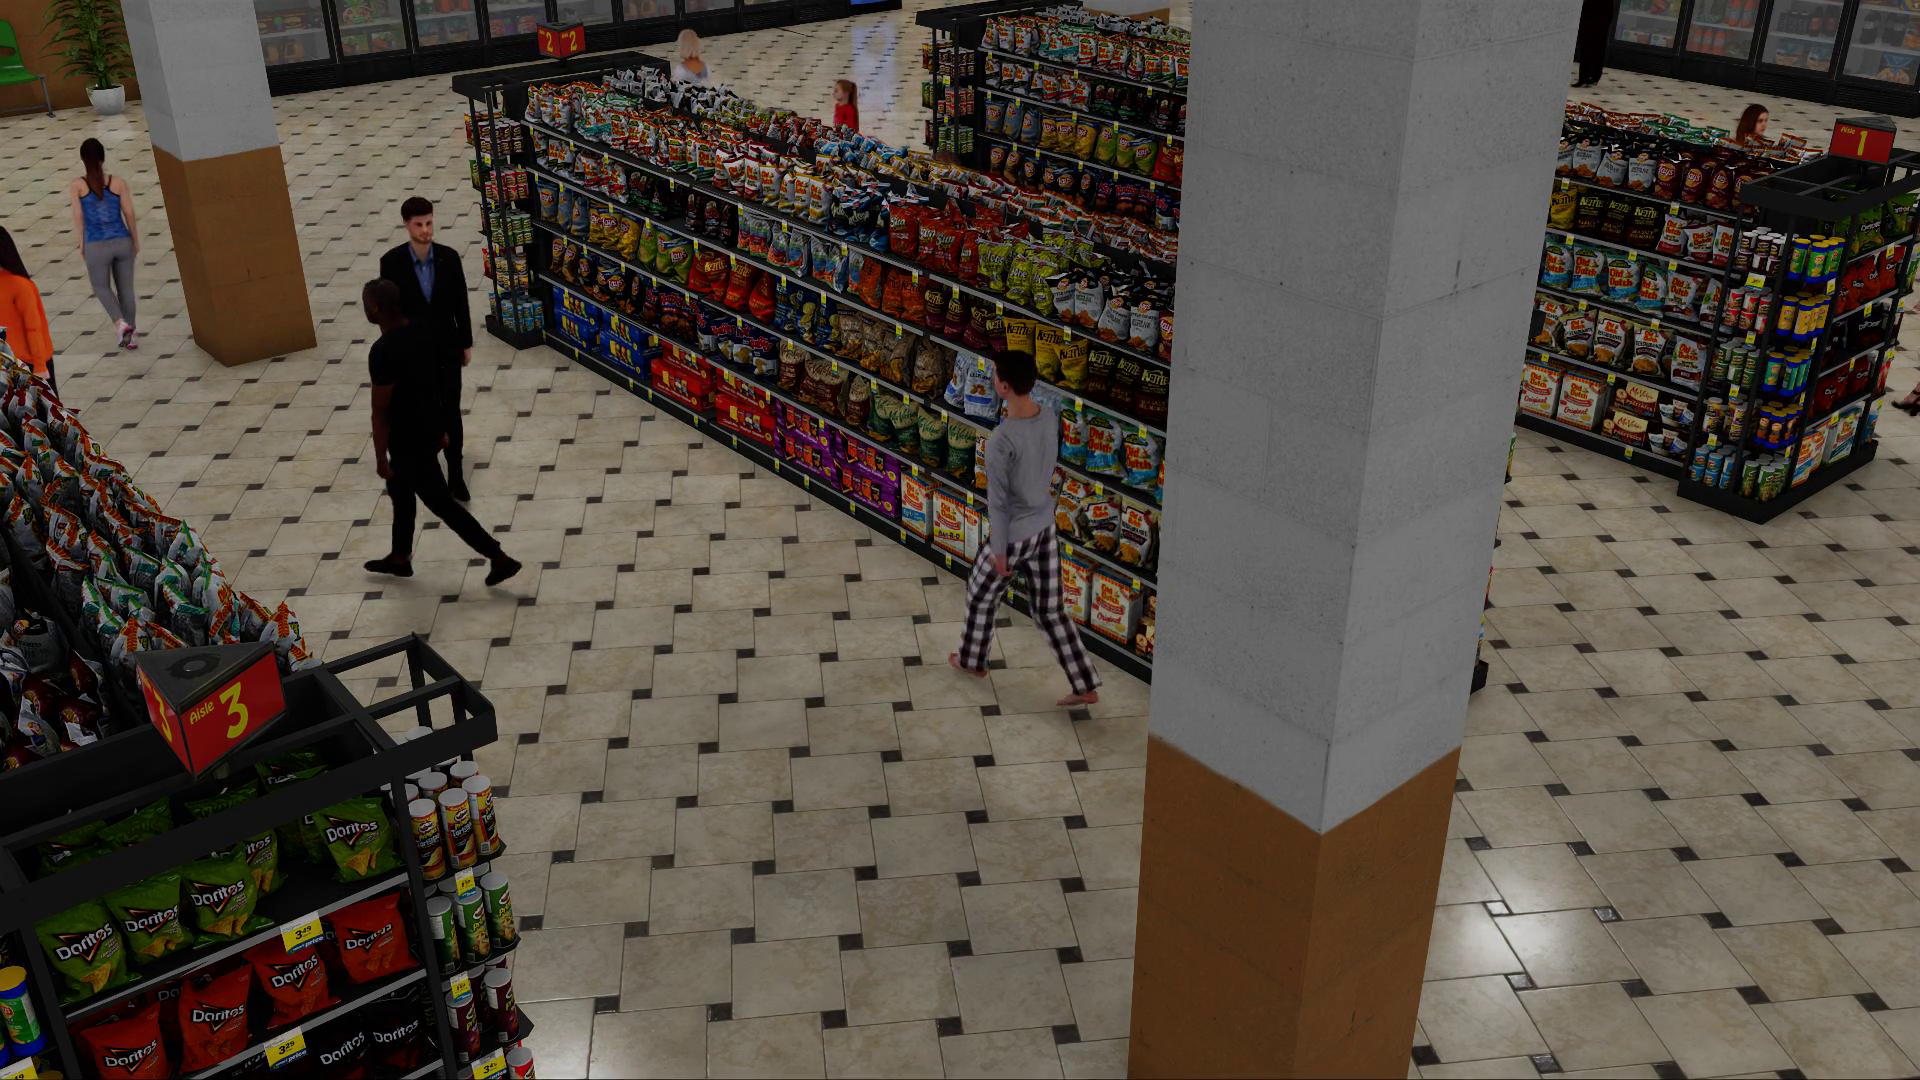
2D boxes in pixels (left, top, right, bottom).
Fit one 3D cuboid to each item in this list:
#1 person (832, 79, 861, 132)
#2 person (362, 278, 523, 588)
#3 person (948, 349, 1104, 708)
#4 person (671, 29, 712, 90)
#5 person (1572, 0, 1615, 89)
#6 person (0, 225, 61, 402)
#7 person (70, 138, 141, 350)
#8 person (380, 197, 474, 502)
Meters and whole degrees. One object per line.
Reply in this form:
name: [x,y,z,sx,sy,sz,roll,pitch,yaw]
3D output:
person: [-1.048,-3.773,15.972,0.610,1.274,0.505,-13,30,-24]
person: [-2.850,-0.507,8.979,1.300,1.774,1.165,5,27,10]
person: [0.369,-0.001,7.949,0.671,1.804,1.159,-23,35,-38]
person: [-2.477,-3.925,15.759,0.588,1.739,0.641,-23,35,-37]
person: [8.097,-6.652,21.121,0.657,1.753,0.591,-19,33,-33]
person: [-5.714,-1.097,10.173,0.622,1.747,0.754,13,30,24]
person: [-6.364,-2.174,12.464,0.615,1.596,0.754,-17,32,-31]
person: [-3.305,-1.208,10.268,0.904,1.858,1.233,-12,29,-22]
